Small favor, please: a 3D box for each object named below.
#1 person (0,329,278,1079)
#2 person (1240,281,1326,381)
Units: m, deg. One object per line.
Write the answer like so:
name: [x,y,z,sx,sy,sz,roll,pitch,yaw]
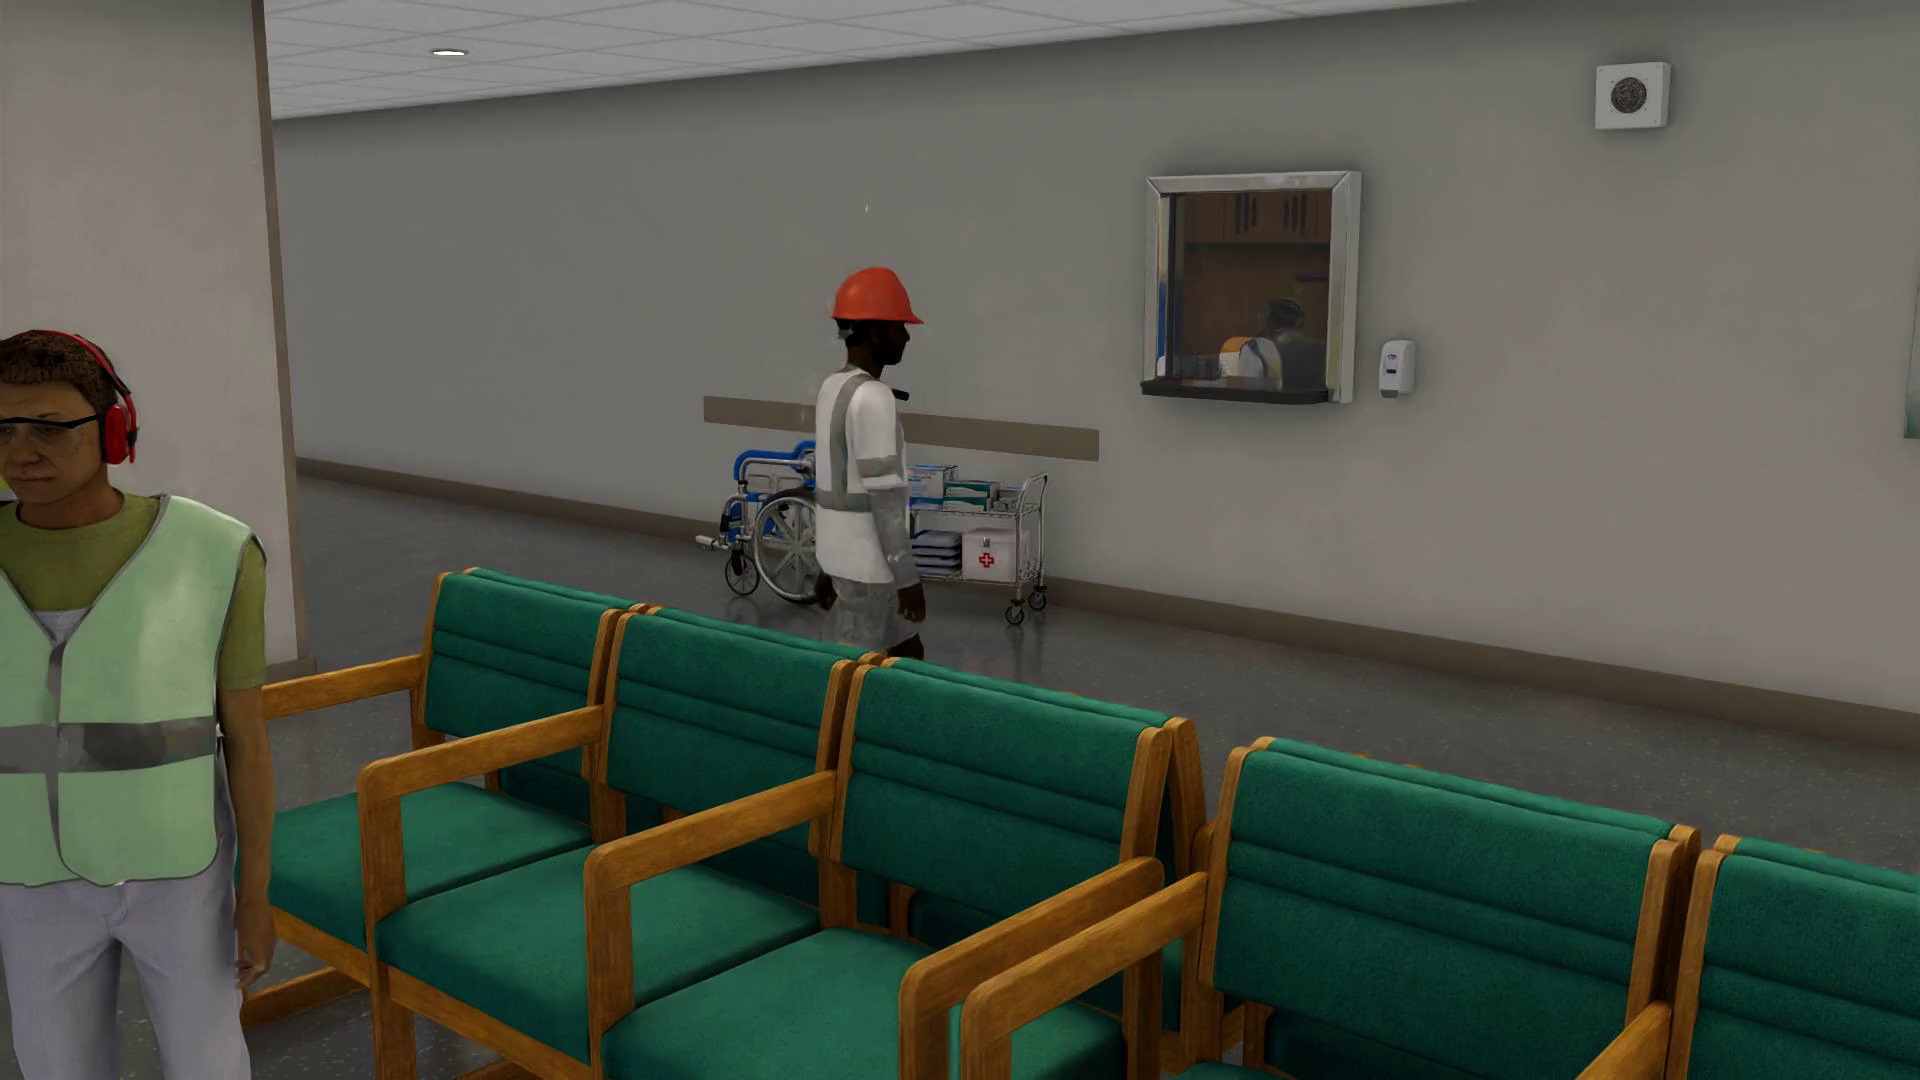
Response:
person: [-1.419,0.567,2.790,0.560,1.837,0.388,-2,10,-10]
person: [1.684,-0.513,9.079,0.602,1.790,0.572,-6,12,-32]
